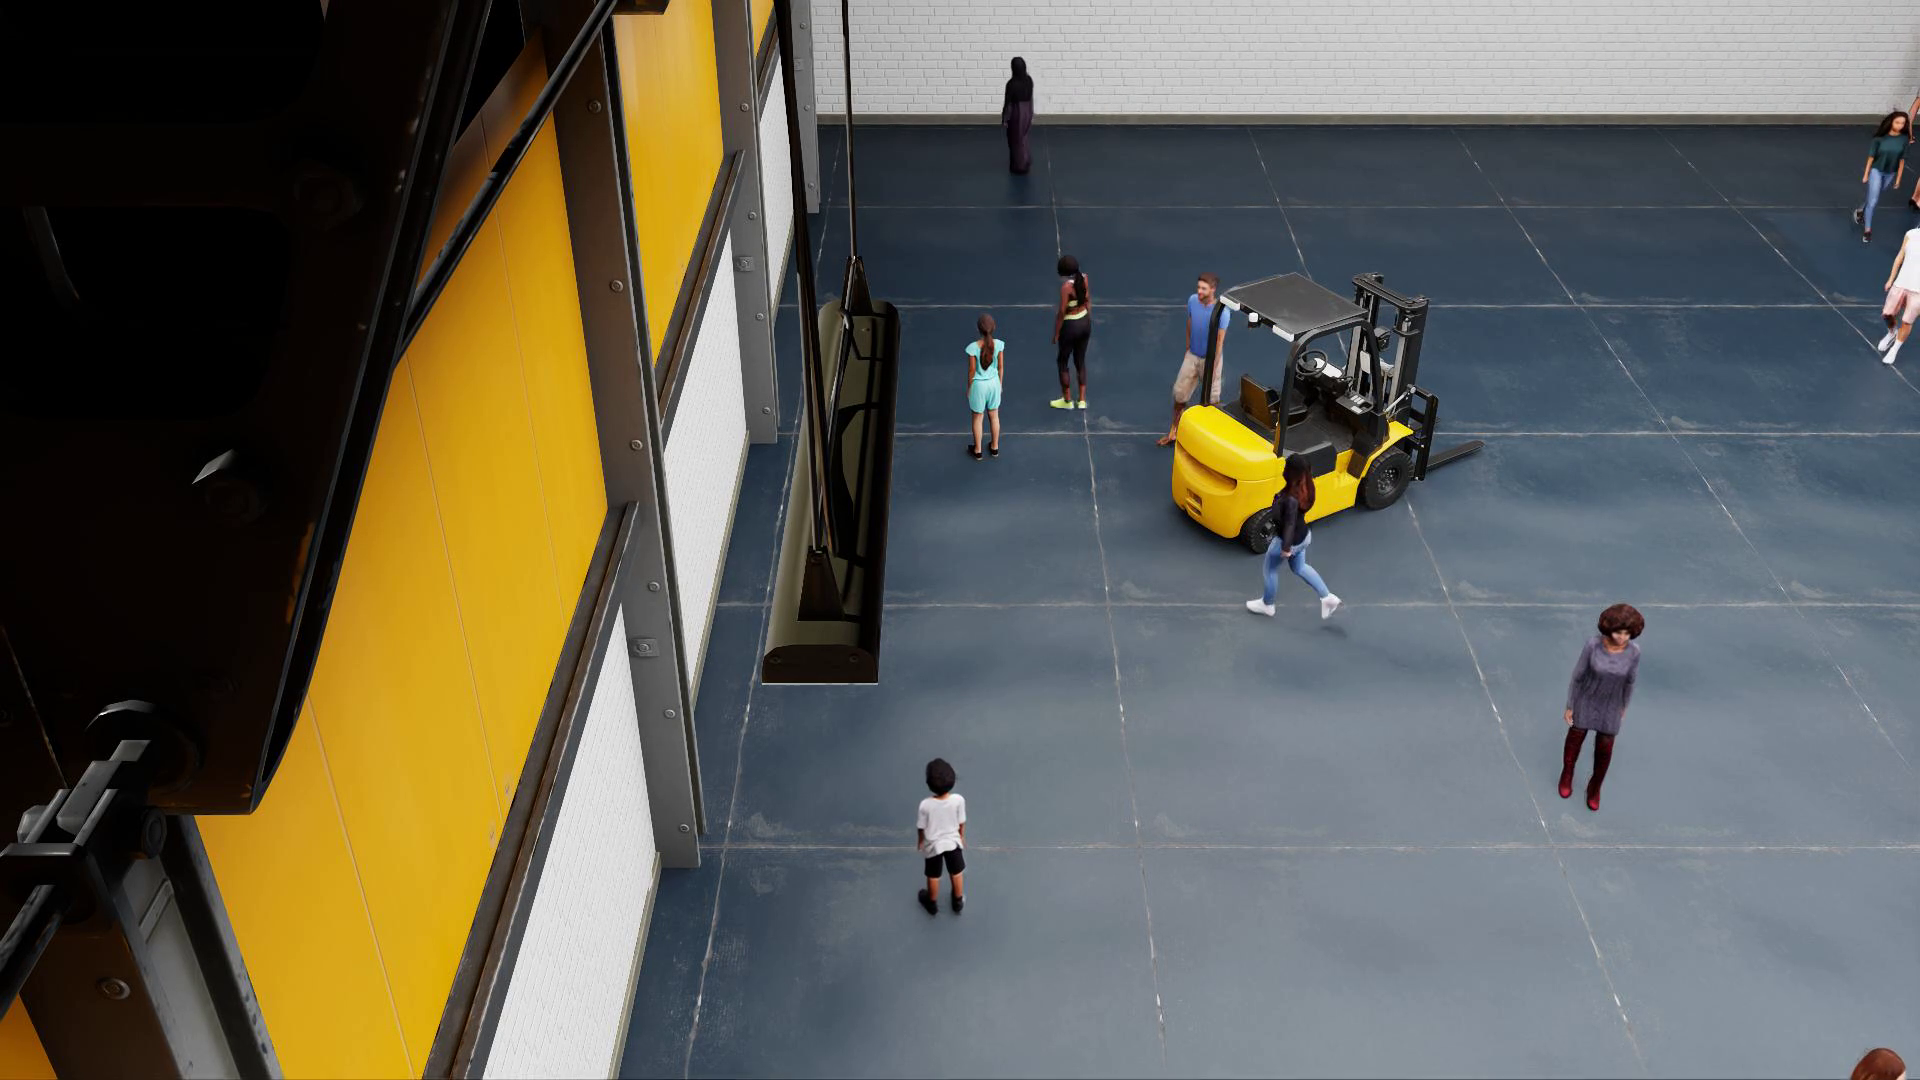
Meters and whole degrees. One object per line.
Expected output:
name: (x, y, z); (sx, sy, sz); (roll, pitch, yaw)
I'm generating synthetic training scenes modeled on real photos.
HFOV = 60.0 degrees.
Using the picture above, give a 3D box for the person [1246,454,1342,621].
person: (2.842, 0.016, 13.922); (1.016, 1.605, 1.044); (20, 38, 27)

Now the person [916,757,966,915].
person: (-0.117, 2.015, 11.234); (0.522, 1.253, 0.517); (-6, 34, -9)

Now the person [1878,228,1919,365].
person: (10.330, -2.781, 17.972); (0.841, 1.780, 0.901); (28, 43, 35)

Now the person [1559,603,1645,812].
person: (4.624, 1.156, 12.117); (0.678, 1.706, 0.701); (9, 35, 14)

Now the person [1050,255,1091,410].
person: (1.173, -2.163, 17.063); (0.697, 1.757, 0.734); (-13, 36, -19)

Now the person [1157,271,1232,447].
person: (2.472, -1.837, 16.498); (1.005, 1.841, 1.088); (26, 42, 33)

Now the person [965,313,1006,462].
person: (0.244, -1.512, 16.264); (0.616, 1.558, 0.634); (-11, 35, -15)

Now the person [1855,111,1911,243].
person: (11.576, -4.614, 20.913); (0.736, 1.579, 1.130); (6, 34, 9)

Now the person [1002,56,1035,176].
person: (0.845, -5.750, 22.595); (0.801, 1.608, 0.872); (-20, 39, -28)
